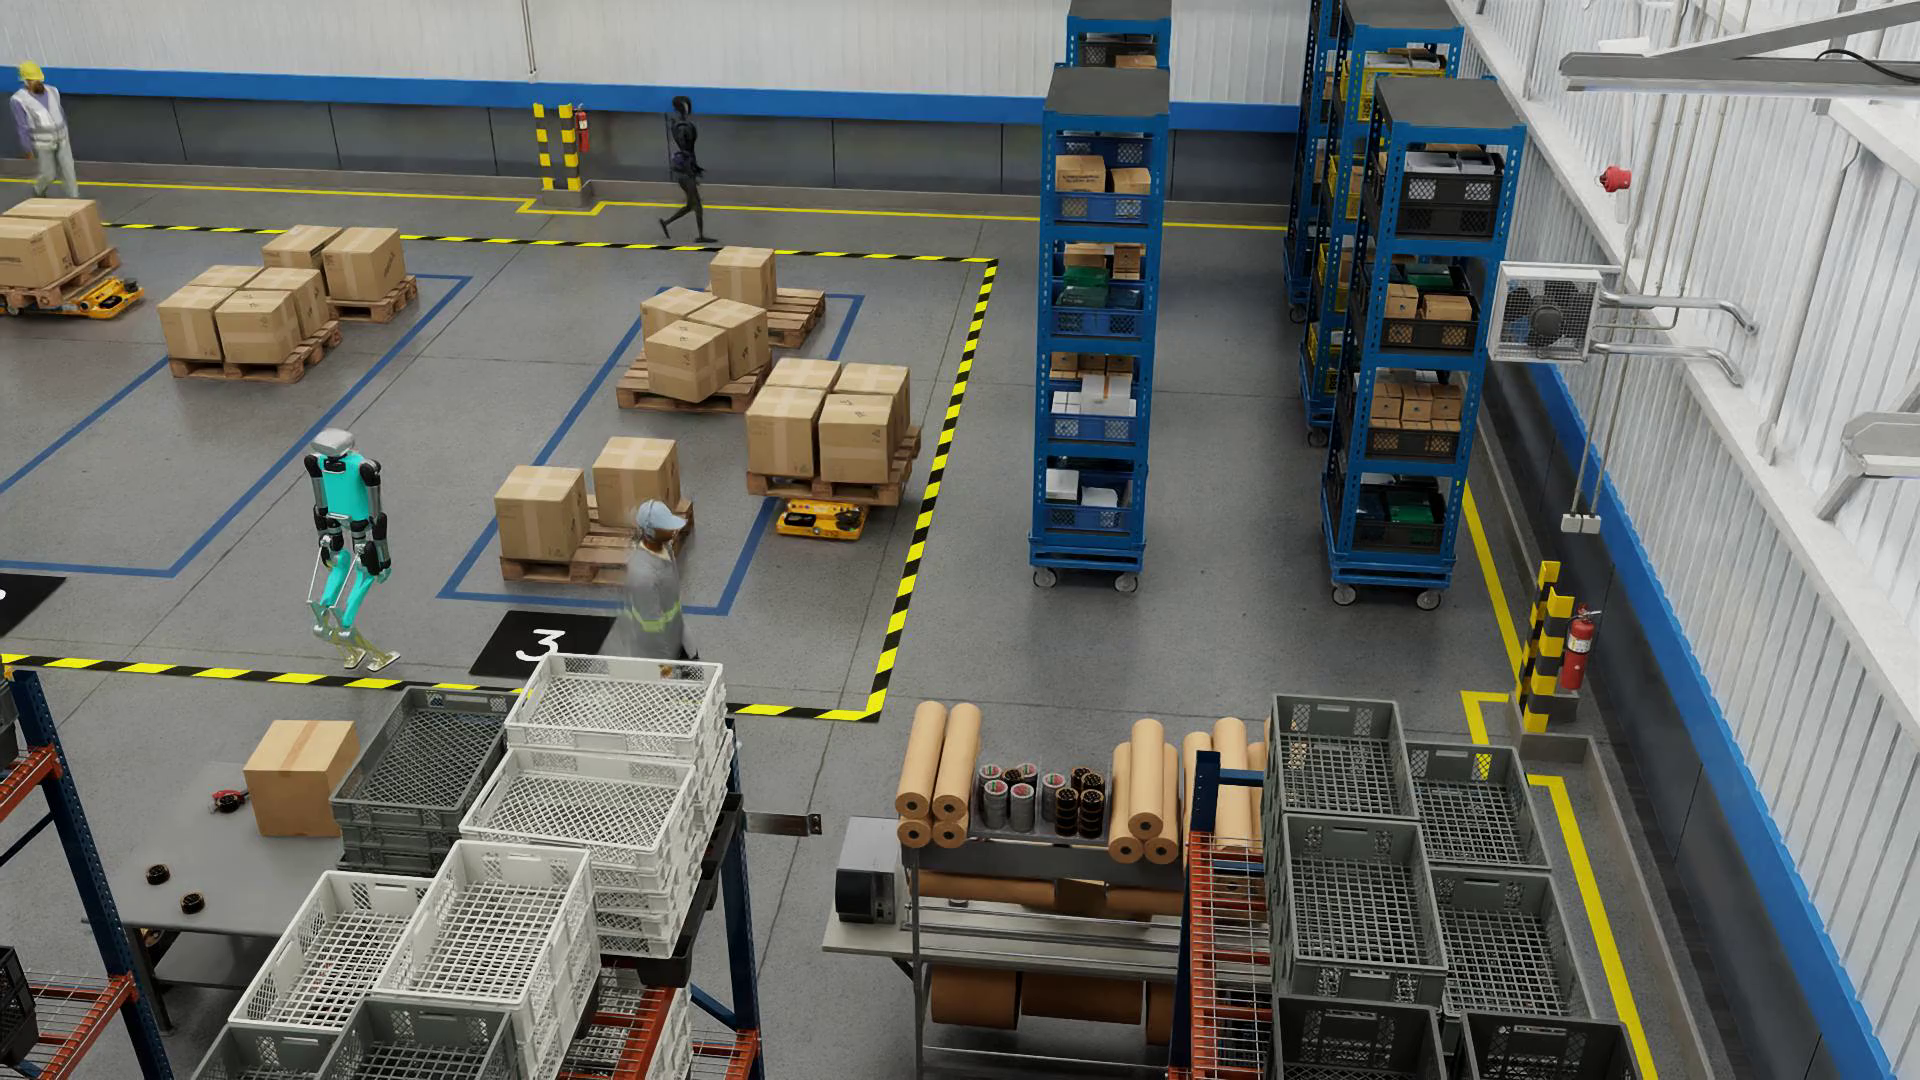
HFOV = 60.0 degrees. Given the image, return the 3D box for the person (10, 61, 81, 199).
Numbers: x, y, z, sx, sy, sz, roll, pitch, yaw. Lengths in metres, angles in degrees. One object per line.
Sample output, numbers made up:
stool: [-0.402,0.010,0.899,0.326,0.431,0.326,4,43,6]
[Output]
person: [-10.459,-4.579,19.007,0.665,1.811,0.596,16,34,26]

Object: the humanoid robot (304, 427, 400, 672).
humanoid robot: [-4.055,0.150,10.823,0.533,1.677,0.735,9,31,16]

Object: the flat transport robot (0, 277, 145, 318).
flat transport robot: [-9.176,-2.501,16.941,1.431,0.197,0.652,3,30,6]

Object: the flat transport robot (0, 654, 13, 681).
flat transport robot: [-7.142,0.969,11.010,1.431,0.231,0.659,3,30,6]

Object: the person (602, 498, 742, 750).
person: [-1.878,0.552,10.190,0.896,1.822,0.590,4,30,6]

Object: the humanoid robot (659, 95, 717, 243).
humanoid robot: [-3.055,-4.075,18.284,0.643,1.635,0.599,-2,30,-3]

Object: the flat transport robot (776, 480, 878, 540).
flat transport robot: [-0.996,-0.458,13.432,0.652,0.197,1.431,5,31,8]
